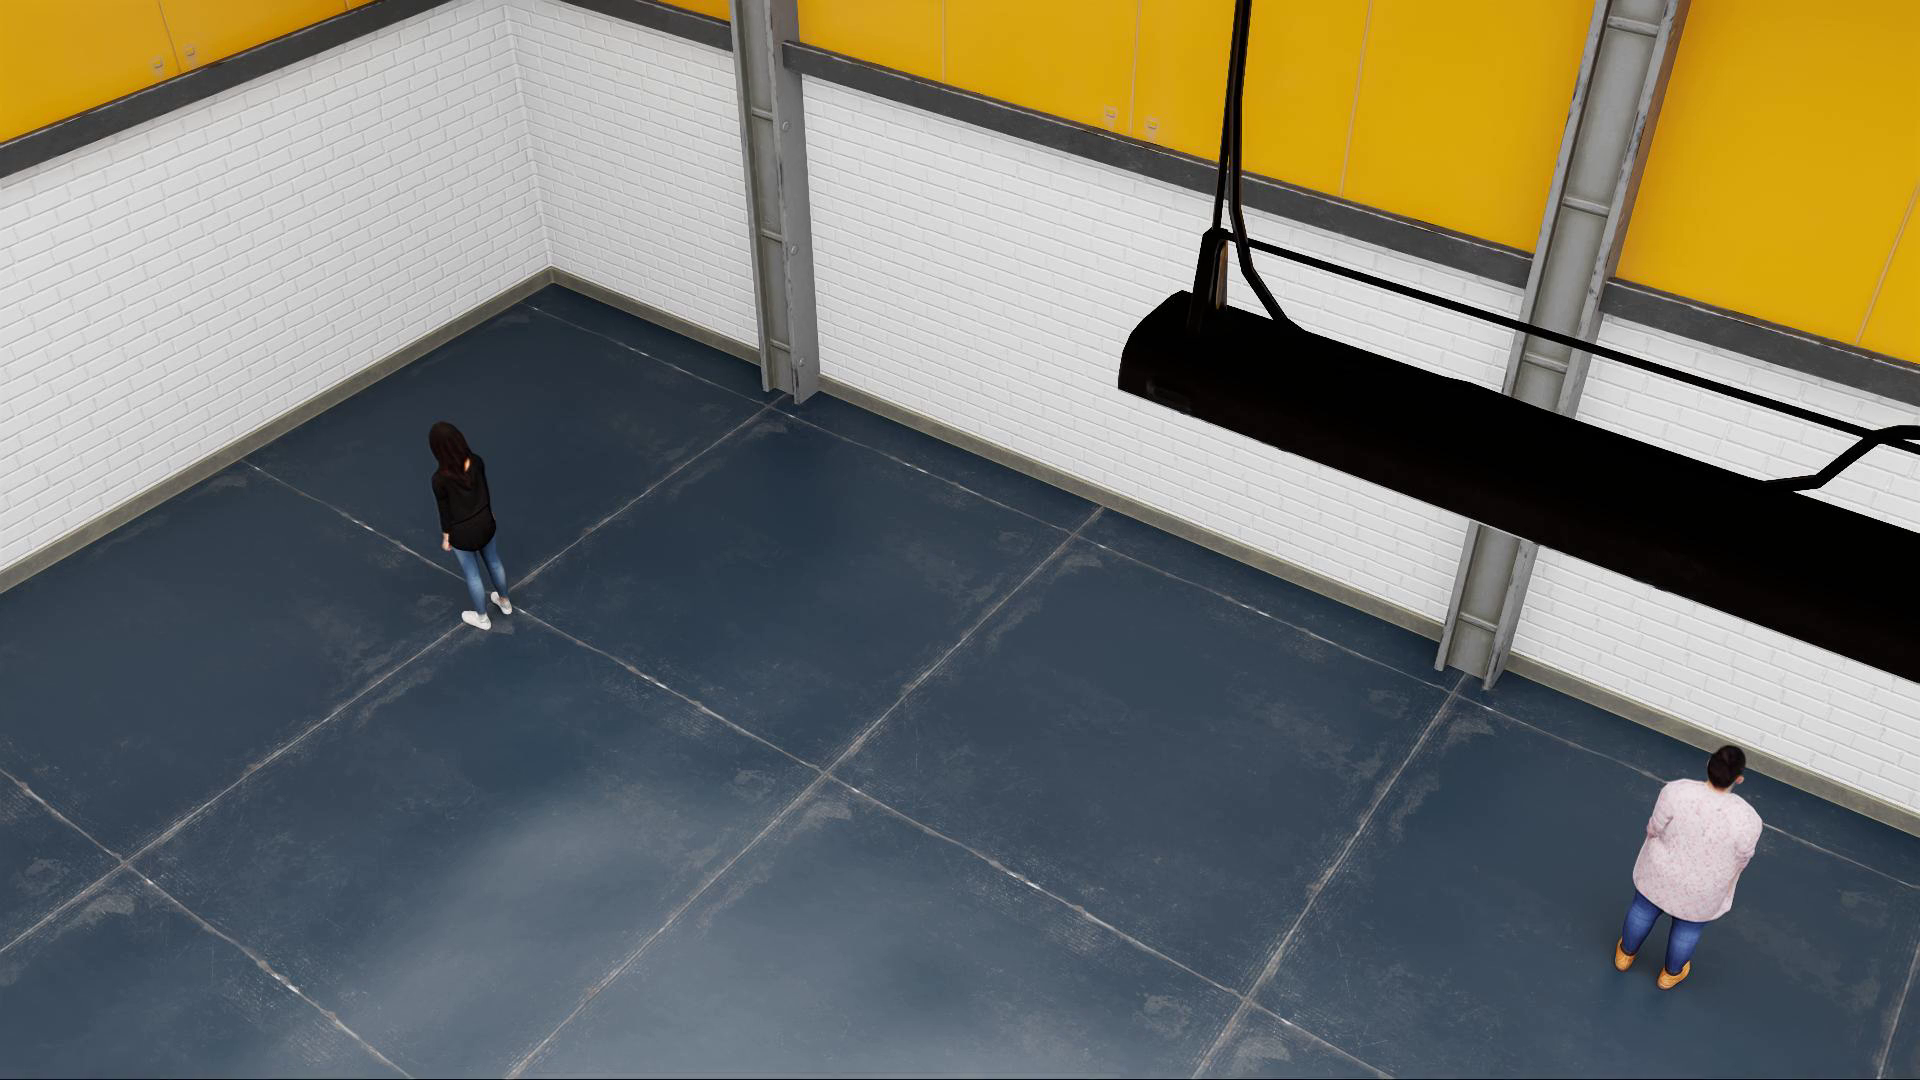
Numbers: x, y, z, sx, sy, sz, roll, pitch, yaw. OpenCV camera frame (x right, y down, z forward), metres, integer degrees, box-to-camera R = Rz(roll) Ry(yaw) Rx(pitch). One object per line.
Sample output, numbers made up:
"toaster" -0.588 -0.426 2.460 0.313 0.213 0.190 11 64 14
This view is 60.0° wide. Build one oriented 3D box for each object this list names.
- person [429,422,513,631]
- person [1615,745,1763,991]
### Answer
"person" -3.326 -0.104 11.287 0.531 1.644 0.573 27 46 30
"person" 3.894 1.737 8.903 0.540 1.743 0.732 24 45 27
